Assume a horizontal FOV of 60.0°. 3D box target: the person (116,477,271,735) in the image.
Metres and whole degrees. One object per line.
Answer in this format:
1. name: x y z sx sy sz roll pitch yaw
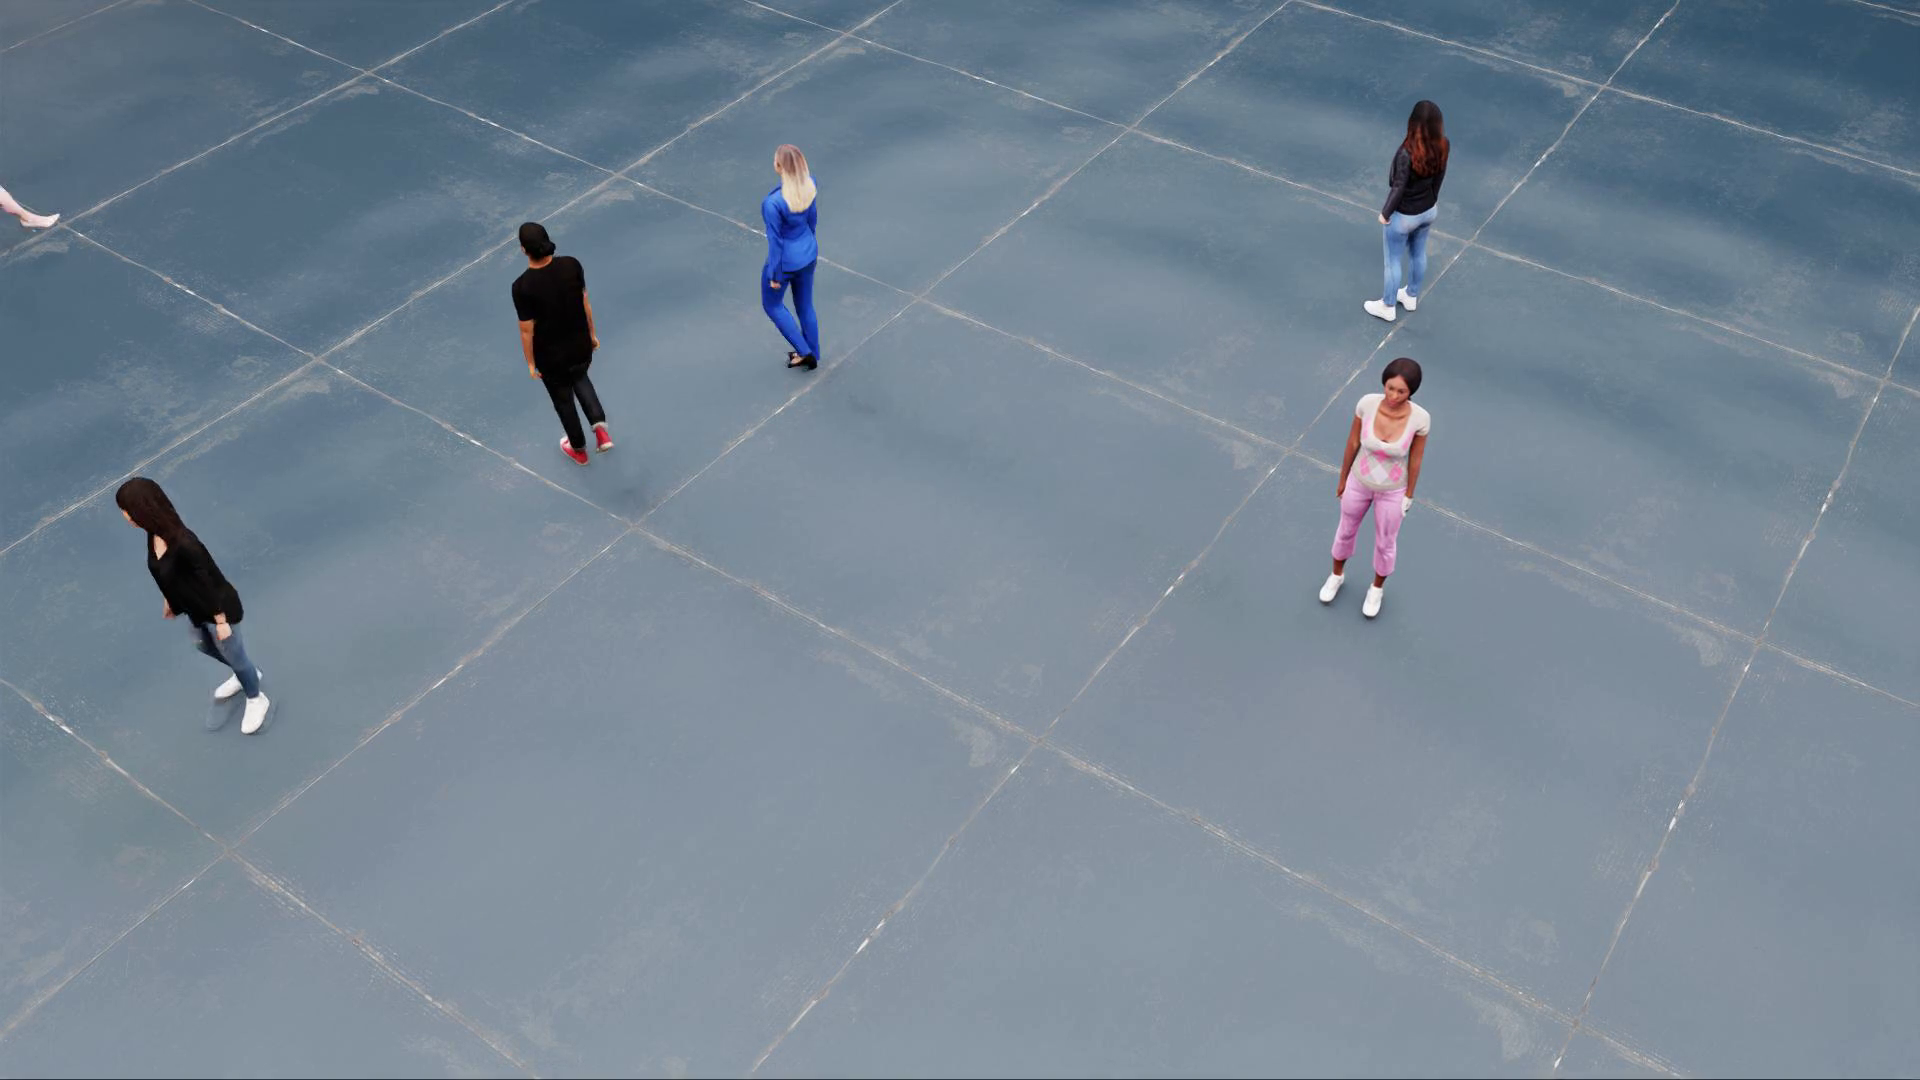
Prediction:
1. person: -3.918 0.347 8.657 0.538 1.621 0.679 10 44 10

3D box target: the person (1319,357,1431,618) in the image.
1. person: 2.326 -0.301 9.264 0.484 1.740 0.651 19 46 19

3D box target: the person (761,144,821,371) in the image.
1. person: -1.026 -1.782 10.889 0.610 1.688 0.648 28 50 27

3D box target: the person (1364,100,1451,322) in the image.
1. person: 3.103 -2.267 11.450 0.714 1.631 0.700 -22 47 -22

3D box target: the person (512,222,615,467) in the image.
1. person: -2.384 -1.143 10.161 0.720 1.747 0.783 -32 52 -29
